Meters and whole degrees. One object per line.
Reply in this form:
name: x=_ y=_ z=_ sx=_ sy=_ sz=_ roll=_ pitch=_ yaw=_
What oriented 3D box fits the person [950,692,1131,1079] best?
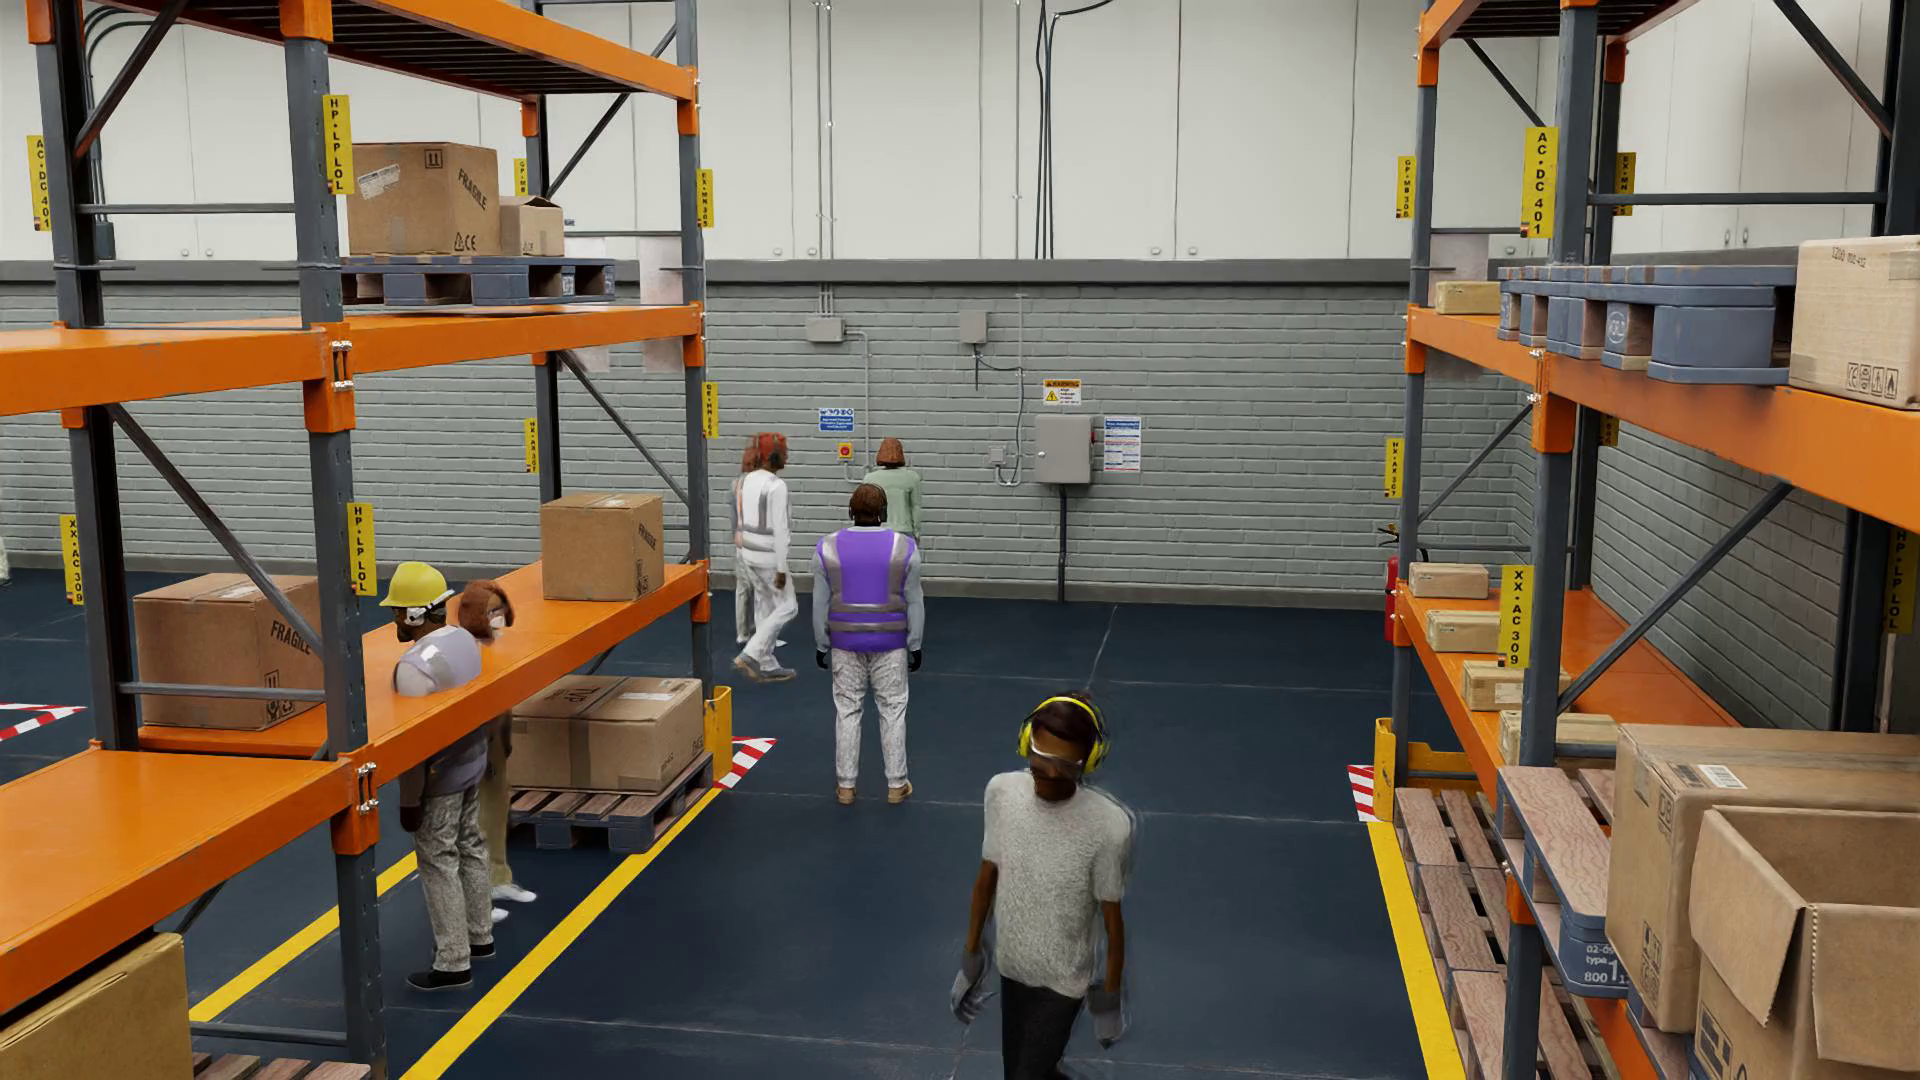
person: x=0.300 y=1.311 z=5.066 sx=0.560 sy=1.830 sz=0.808 roll=8 pitch=12 yaw=41

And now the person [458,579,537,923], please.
person: x=-2.221 y=0.971 z=7.799 sx=0.333 sy=1.619 sz=0.524 roll=2 pitch=9 yaw=12

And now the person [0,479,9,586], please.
person: x=-9.423 y=-0.402 z=15.917 sx=0.574 sy=1.737 sz=0.354 roll=3 pitch=10 yaw=20

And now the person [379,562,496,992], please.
person: x=-2.226 y=0.991 z=7.075 sx=0.409 sy=1.820 sz=0.594 roll=1 pitch=9 yaw=6

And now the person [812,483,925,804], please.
person: x=-0.517 y=0.589 z=9.475 sx=0.636 sy=1.842 sz=0.429 roll=0 pitch=9 yaw=1

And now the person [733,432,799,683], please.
person: x=-1.429 y=0.144 z=12.122 sx=0.459 sy=1.870 sz=0.591 roll=-7 pitch=11 yaw=-35

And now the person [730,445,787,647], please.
person: x=-1.643 y=0.056 z=13.393 sx=0.516 sy=1.636 sz=0.314 roll=8 pitch=12 yaw=40

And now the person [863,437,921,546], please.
person: x=-0.573 y=-0.049 z=14.051 sx=0.498 sy=1.634 sz=0.281 roll=-2 pitch=9 yaw=-11
